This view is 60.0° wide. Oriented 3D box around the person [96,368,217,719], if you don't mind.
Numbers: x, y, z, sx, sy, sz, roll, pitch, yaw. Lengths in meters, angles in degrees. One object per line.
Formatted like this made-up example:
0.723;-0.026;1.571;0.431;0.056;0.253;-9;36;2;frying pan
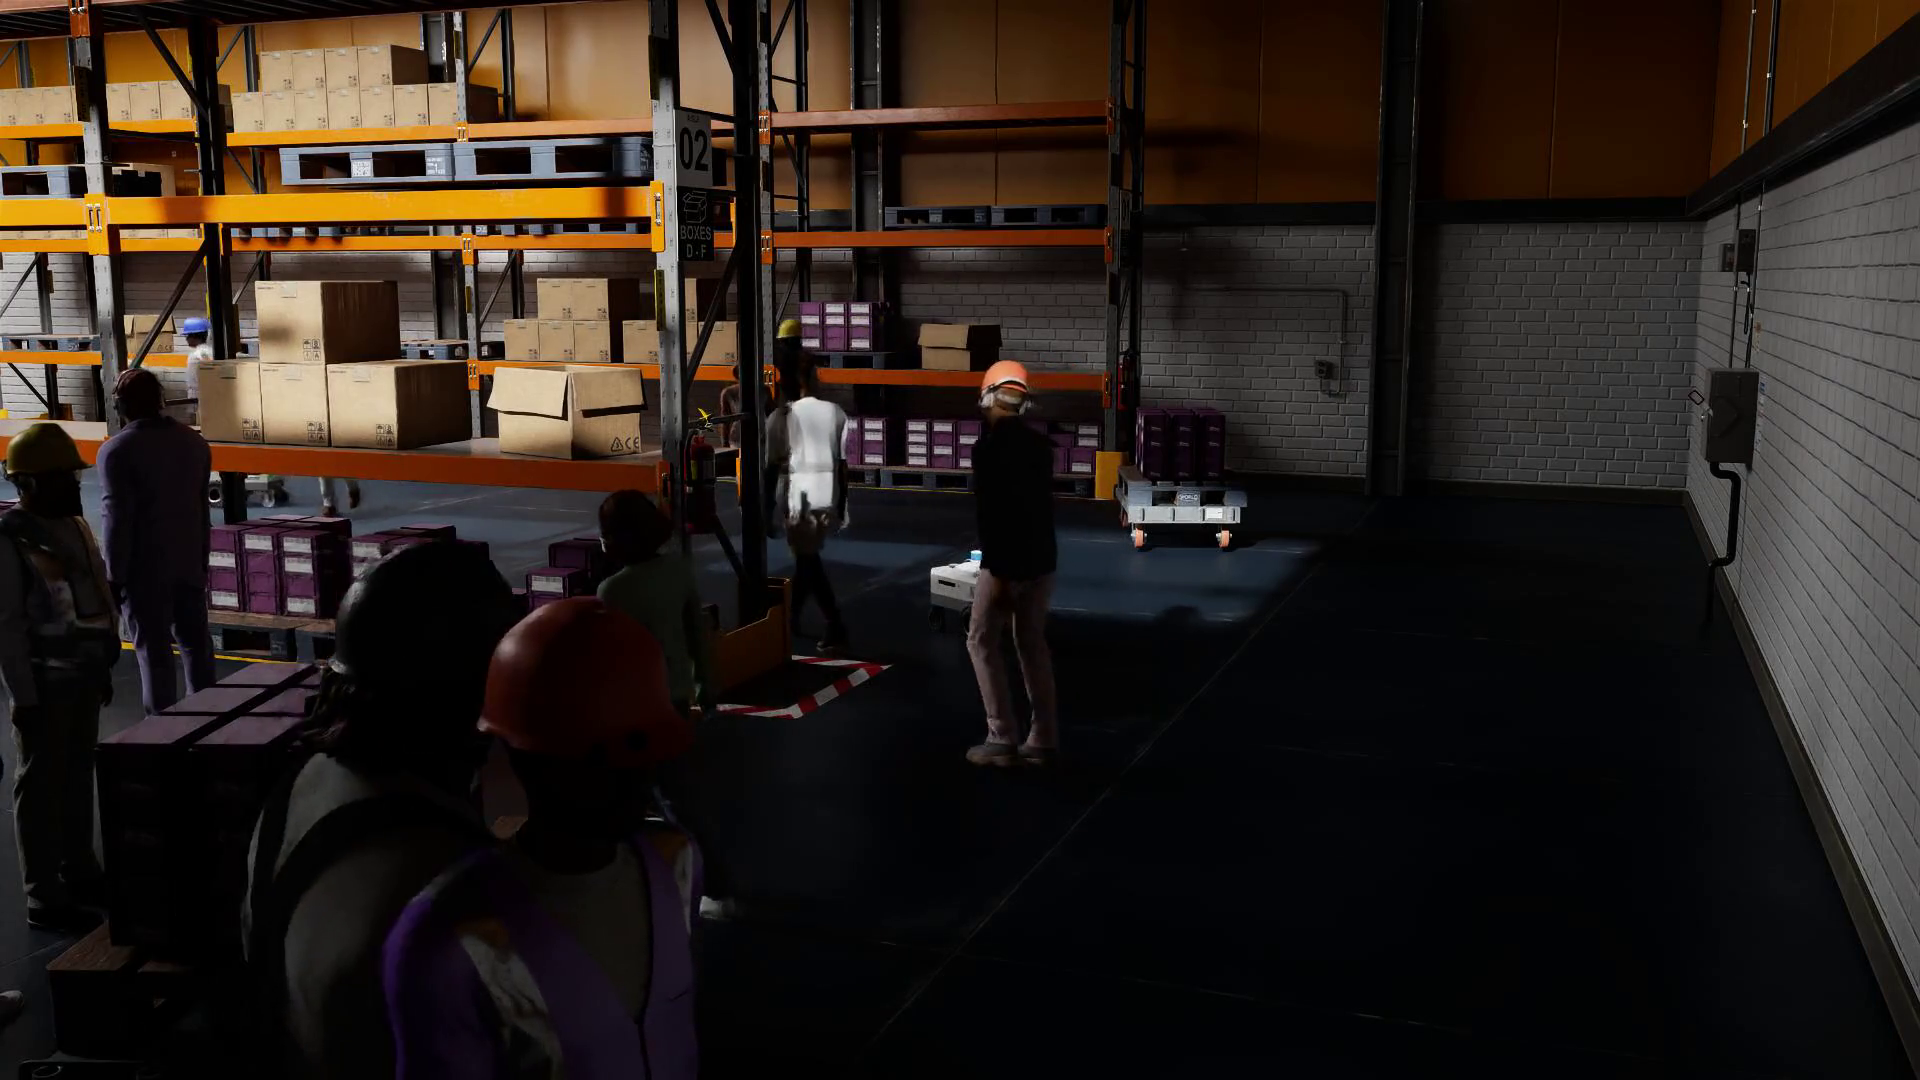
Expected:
-3.968;0.113;8.181;0.399;1.905;0.643;3;10;19;person

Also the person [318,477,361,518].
-6.131;-1.149;16.191;0.612;1.871;0.497;1;9;6;person

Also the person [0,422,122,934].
-3.262;0.488;6.038;0.403;1.835;0.588;0;9;-2;person

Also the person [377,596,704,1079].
-0.511;1.028;2.325;0.376;1.936;0.549;5;11;30;person

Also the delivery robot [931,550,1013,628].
0.119;0.311;10.861;0.477;0.478;0.707;-7;11;-37;delivery robot

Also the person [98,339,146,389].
-8.125;-1.134;16.358;0.866;1.810;0.551;5;10;29;person

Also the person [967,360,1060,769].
0.273;0.120;7.984;0.593;1.947;0.639;8;12;41;person

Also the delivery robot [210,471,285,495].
-7.285;-0.665;16.992;0.707;0.478;0.477;1;9;4;delivery robot

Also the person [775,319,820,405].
-1.676;-1.313;17.132;0.458;1.904;0.612;1;9;9;person

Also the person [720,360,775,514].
-2.001;-0.923;15.655;0.560;1.590;0.820;-4;10;-24;person

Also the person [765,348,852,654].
-0.974;-0.256;10.513;0.607;1.909;1.023;-8;12;-41;person

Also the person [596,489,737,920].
-1.151;0.594;6.124;0.835;1.581;0.528;5;10;27;person

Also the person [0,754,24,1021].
-3.237;0.602;5.053;0.591;1.922;0.393;-1;9;-9;person

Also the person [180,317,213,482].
-7.884;-1.379;17.474;0.520;1.923;0.655;0;9;0;person
